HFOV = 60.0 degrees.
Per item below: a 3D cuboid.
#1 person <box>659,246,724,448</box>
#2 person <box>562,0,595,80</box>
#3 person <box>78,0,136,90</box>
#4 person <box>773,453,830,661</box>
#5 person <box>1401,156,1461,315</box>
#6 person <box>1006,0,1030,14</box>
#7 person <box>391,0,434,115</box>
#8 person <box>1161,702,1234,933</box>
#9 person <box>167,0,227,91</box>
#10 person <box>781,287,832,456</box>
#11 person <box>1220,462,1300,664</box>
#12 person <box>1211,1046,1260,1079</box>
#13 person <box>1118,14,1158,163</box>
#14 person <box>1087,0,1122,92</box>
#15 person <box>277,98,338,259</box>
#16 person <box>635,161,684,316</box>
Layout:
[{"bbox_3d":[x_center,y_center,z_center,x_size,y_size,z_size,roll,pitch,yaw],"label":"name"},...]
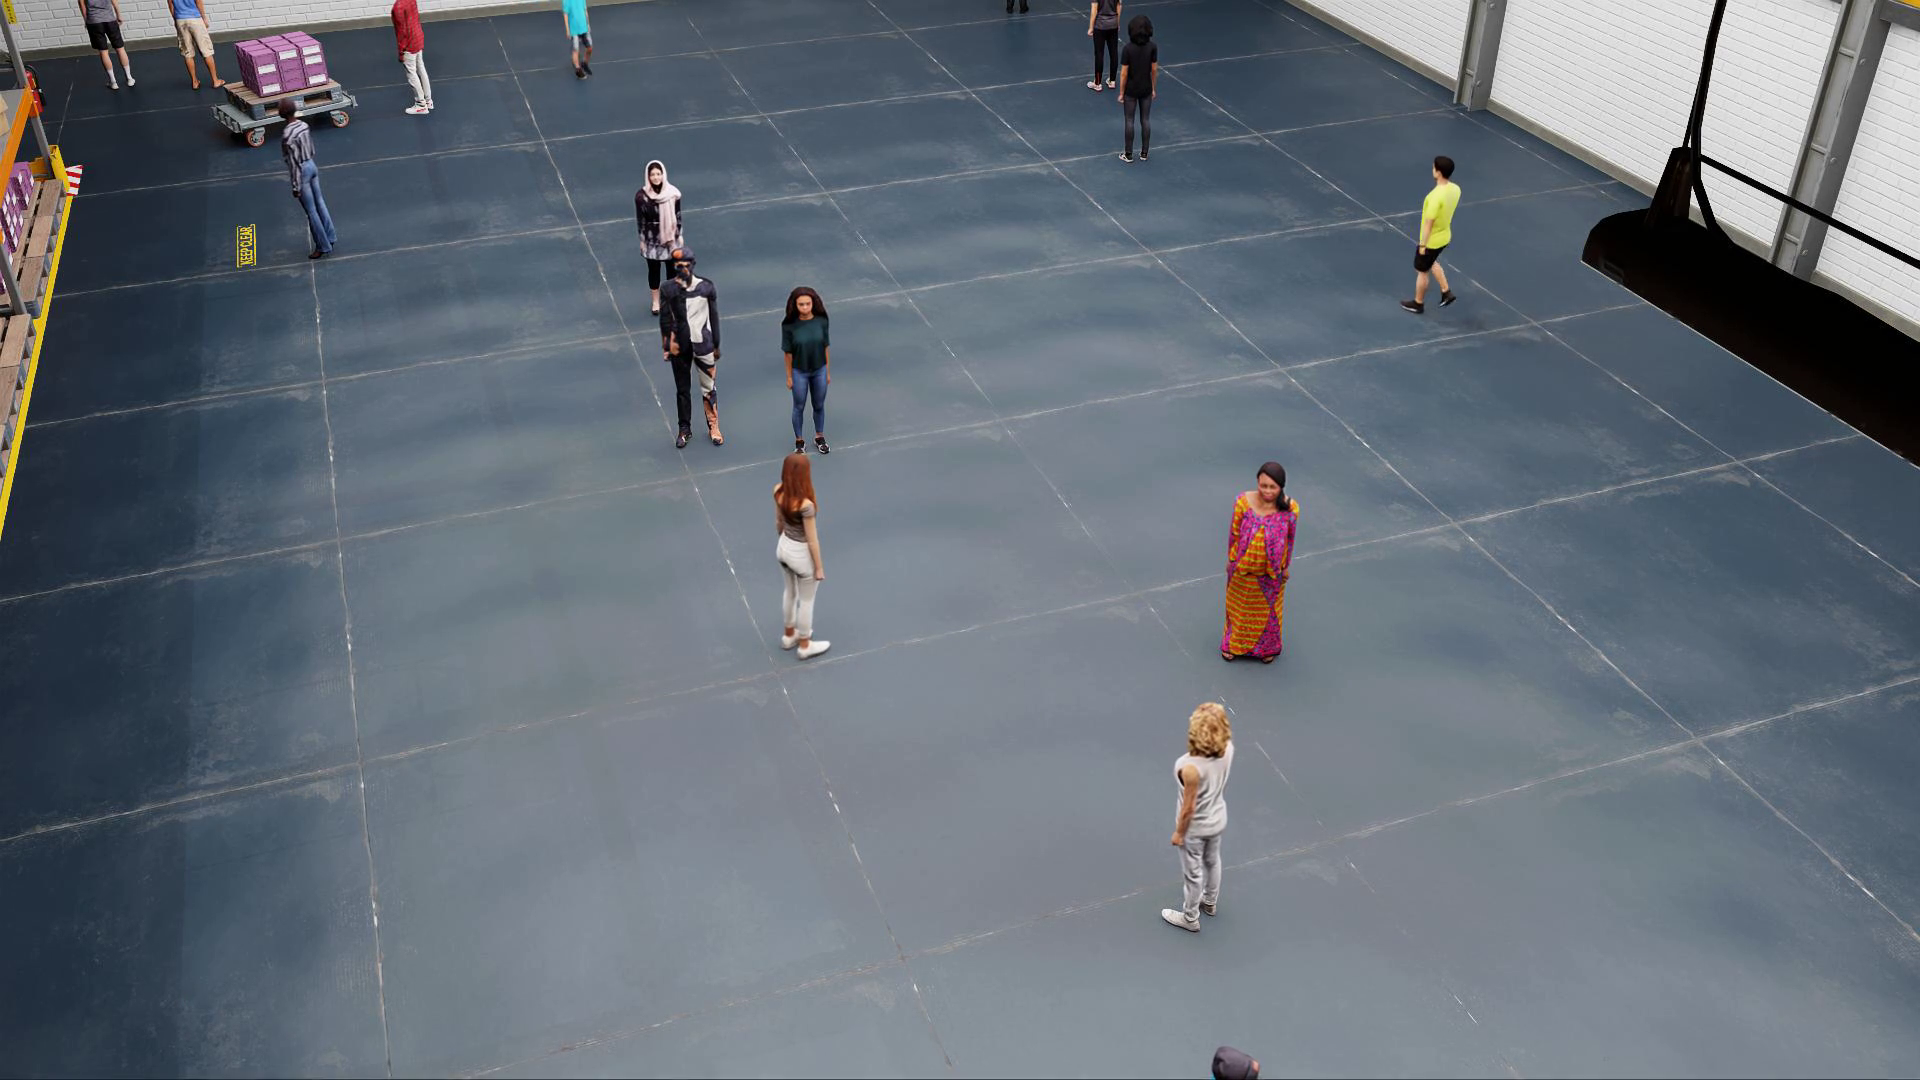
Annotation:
[{"bbox_3d":[-2.396,-1.736,14.867,0.727,1.893,0.662,-4,34,-6],"label":"person"},{"bbox_3d":[-5.473,-7.298,23.645,0.613,1.439,0.632,-26,42,-33],"label":"person"},{"bbox_3d":[-11.961,-7.249,23.181,0.708,1.871,0.639,-20,39,-28],"label":"person"},{"bbox_3d":[-1.204,0.120,12.233,0.728,1.718,0.599,-29,43,-36],"label":"person"},{"bbox_3d":[4.951,-3.106,17.102,0.805,1.702,0.901,-28,43,-35],"label":"person"},{"bbox_3d":[0.897,-9.275,26.289,0.759,1.804,0.712,3,34,5],"label":"person"},{"bbox_3d":[-7.385,-6.674,22.364,0.815,1.819,0.707,7,34,10],"label":"person"},{"bbox_3d":[1.447,1.659,9.961,0.682,1.670,0.671,28,43,35],"label":"person"},{"bbox_3d":[-10.737,-7.236,23.169,0.687,1.864,0.624,-5,34,-8],"label":"person"},{"bbox_3d":[-1.346,-1.507,14.773,0.601,1.616,0.591,-10,35,-14],"label":"person"},{"bbox_3d":[2.209,0.148,12.220,0.764,1.686,0.801,5,34,7],"label":"person"},{"bbox_3d":[1.197,3.015,7.811,0.753,1.792,0.634,4,34,7],"label":"person"},{"bbox_3d":[2.226,-5.651,20.807,0.668,1.837,0.582,-5,34,-8],"label":"person"},{"bbox_3d":[2.027,-7.157,23.140,0.642,1.764,0.552,-13,36,-19],"label":"person"},{"bbox_3d":[-7.228,-3.994,18.353,0.771,1.794,0.634,3,34,4],"label":"person"},{"bbox_3d":[-3.098,-3.151,17.228,0.616,1.637,0.591,-11,35,-16],"label":"person"}]
